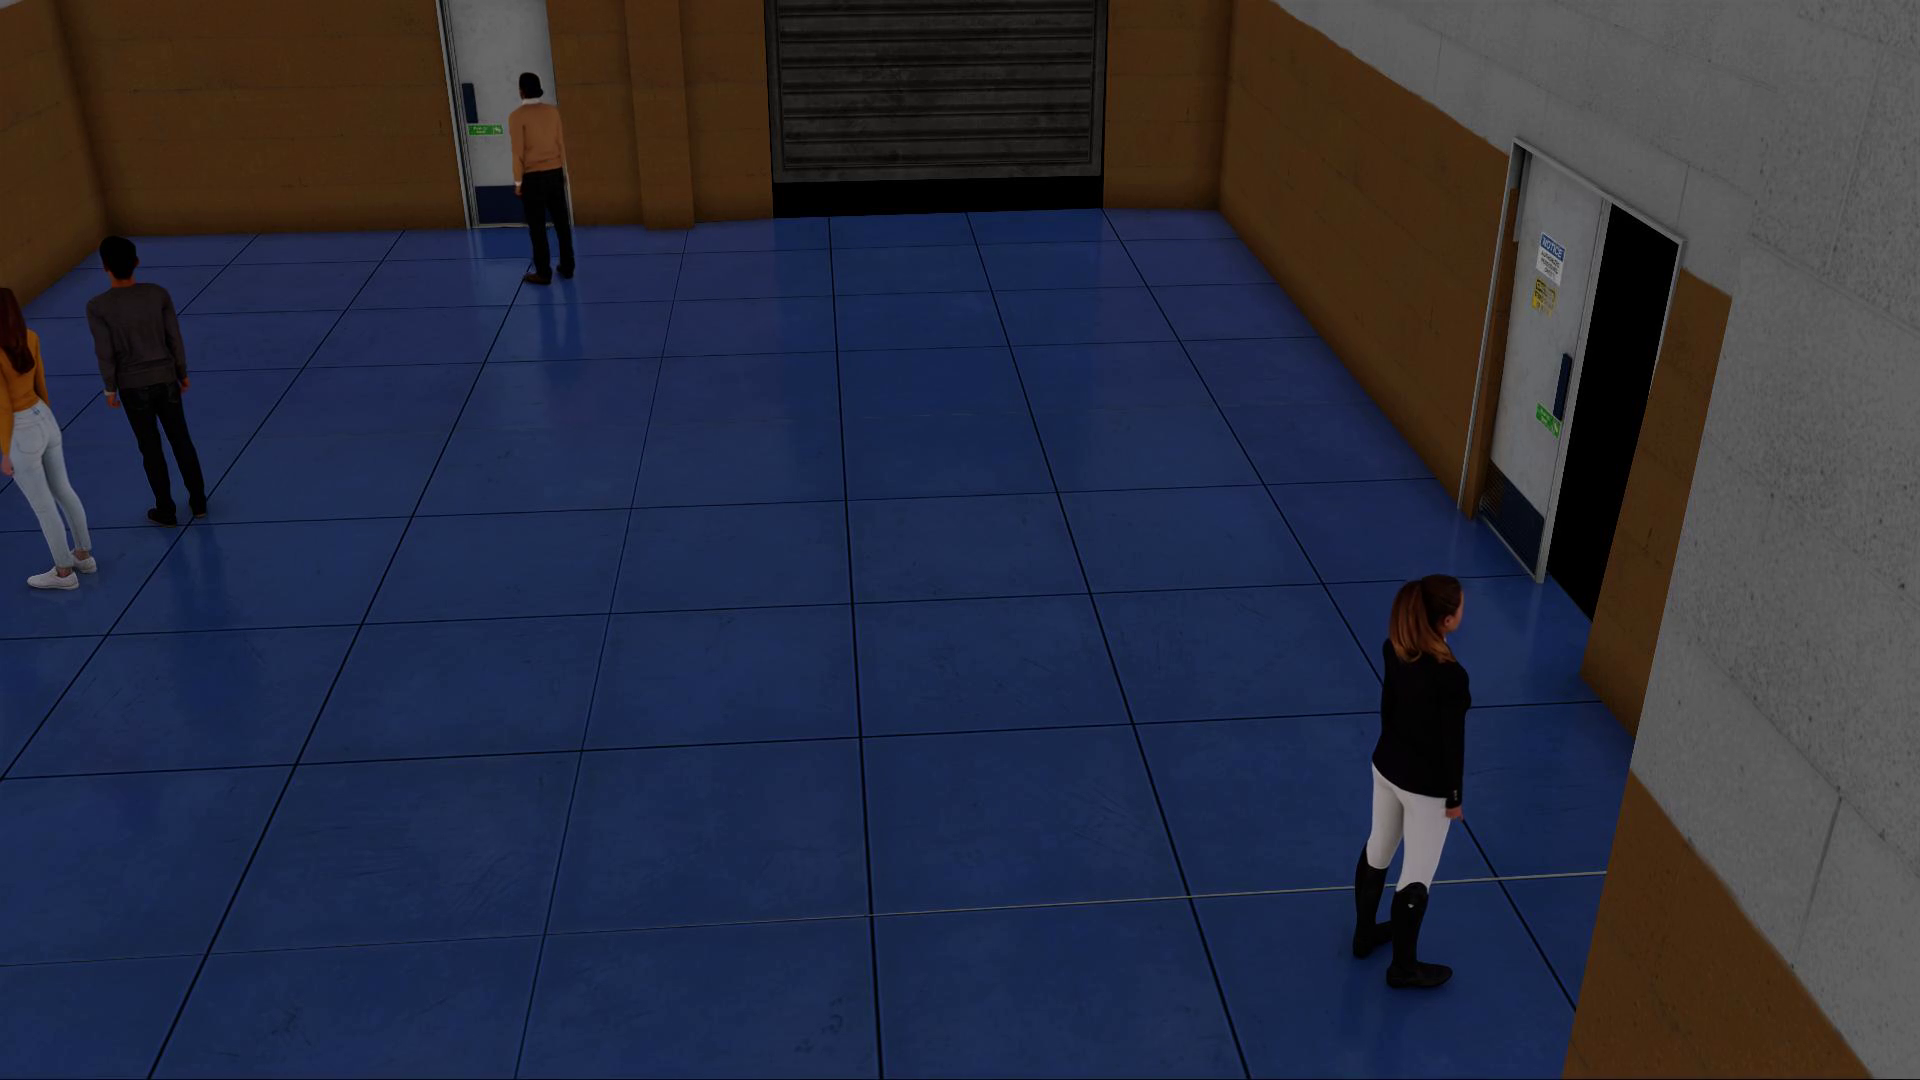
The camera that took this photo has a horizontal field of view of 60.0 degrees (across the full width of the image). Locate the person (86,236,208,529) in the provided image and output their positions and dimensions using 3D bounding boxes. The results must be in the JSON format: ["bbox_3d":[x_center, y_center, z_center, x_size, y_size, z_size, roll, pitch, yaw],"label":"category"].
[{"bbox_3d":[-4.778,-0.921,9.786,0.682,1.769,0.769,3,27,5],"label":"person"}]

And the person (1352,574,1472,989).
[{"bbox_3d":[1.695,0.902,6.214,0.644,1.730,0.638,-11,29,-21],"label":"person"}]

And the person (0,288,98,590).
[{"bbox_3d":[-5.078,-0.560,9.093,0.622,1.750,0.649,4,27,8],"label":"person"}]

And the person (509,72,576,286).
[{"bbox_3d":[-3.519,-3.036,13.965,0.809,1.754,0.736,23,35,38],"label":"person"}]
